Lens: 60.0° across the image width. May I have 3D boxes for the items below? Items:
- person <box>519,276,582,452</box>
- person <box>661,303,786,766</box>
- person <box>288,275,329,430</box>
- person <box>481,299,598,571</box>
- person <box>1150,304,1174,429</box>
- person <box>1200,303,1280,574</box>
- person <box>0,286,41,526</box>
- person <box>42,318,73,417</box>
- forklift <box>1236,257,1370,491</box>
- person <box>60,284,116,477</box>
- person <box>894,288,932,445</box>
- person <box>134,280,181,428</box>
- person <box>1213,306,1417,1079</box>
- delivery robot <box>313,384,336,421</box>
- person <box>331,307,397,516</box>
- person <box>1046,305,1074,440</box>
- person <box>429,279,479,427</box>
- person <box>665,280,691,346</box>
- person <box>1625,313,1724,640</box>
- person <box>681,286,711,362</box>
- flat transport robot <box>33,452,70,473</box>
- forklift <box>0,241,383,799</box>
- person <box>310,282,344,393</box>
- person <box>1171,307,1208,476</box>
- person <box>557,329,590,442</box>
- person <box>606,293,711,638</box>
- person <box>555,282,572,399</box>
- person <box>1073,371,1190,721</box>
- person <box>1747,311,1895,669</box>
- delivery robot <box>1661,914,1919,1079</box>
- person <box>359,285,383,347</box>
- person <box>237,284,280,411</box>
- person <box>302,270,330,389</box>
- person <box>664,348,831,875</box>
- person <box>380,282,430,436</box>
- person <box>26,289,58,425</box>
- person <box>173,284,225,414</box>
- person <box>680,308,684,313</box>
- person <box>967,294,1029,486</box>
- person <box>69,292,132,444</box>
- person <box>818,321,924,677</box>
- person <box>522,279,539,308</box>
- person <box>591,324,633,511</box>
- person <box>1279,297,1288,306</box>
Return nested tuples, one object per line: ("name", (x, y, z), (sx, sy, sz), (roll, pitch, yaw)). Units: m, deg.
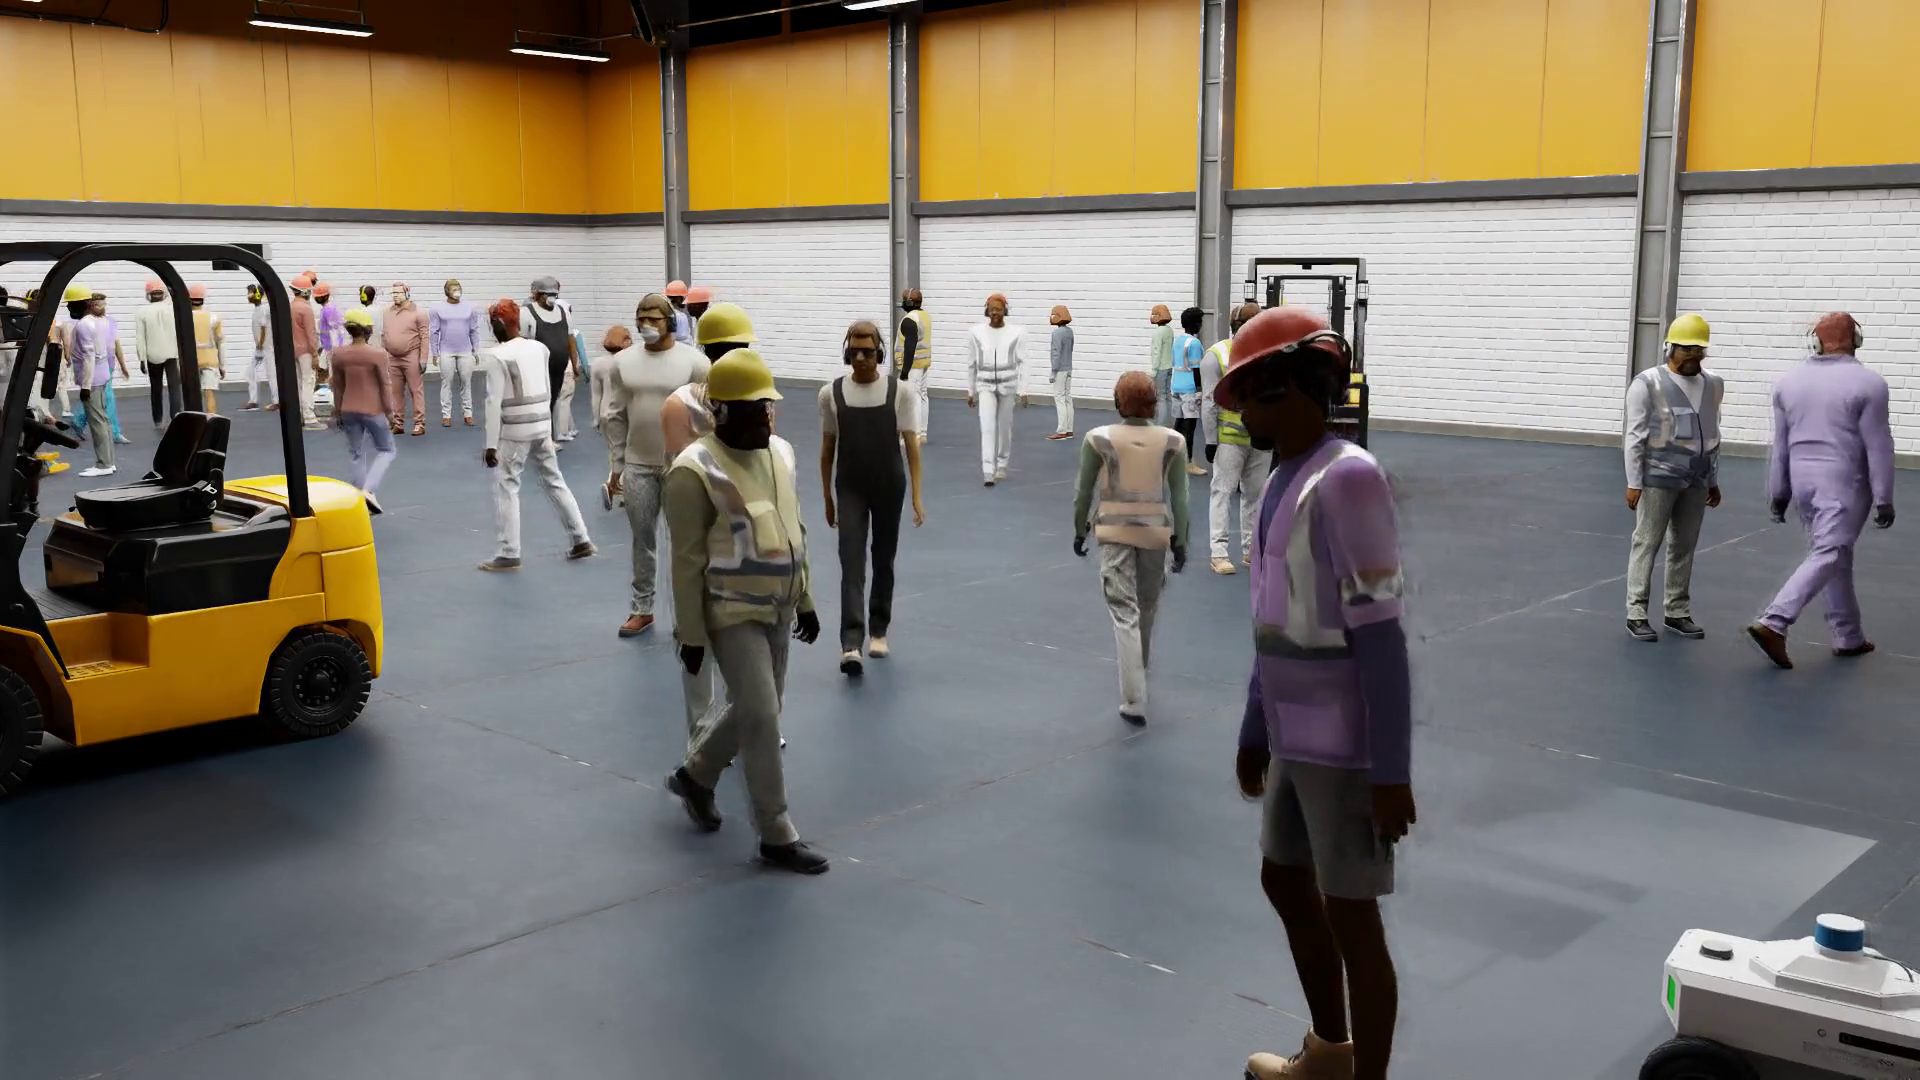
("person", (-4.613, -1.998, 18.760), (0.925, 2.000, 0.698), (8, 12, 40))
("person", (-0.981, -0.028, 7.025), (0.361, 1.930, 0.587), (7, 12, 37))
("person", (-8.448, -2.408, 21.421), (0.610, 1.993, 0.384), (8, 12, 41))
("person", (-2.950, -0.723, 11.503), (0.545, 1.865, 0.806), (5, 11, 30))
("person", (2.485, -2.084, 20.531), (0.271, 1.632, 0.503), (6, 11, 31))
("person", (1.940, -0.692, 11.365), (0.633, 1.842, 0.429), (-4, 10, -25))
("person", (-7.611, -1.068, 13.357), (0.419, 1.948, 0.782), (1, 9, 4))
("person", (-12.663, -2.514, 23.152), (0.523, 1.638, 0.310), (-3, 10, -18))
("forklift", (3.309, -1.629, 16.029), (1.214, 2.155, 2.313), (2, 9, 11))
("person", (-8.722, -1.593, 16.636), (0.386, 1.922, 0.594), (-3, 10, -16))
("person", (-0.561, -2.042, 19.637), (0.429, 1.845, 0.621), (3, 10, 18))
("person", (-10.209, -2.357, 21.326), (0.627, 1.939, 1.047), (-5, 11, -29))
("person", (0.826, 0.475, 3.801), (0.391, 1.994, 0.781), (-1, 9, -8))
("delivery robot", (-8.355, -1.809, 21.862), (0.477, 0.478, 0.707), (-2, 10, -14))
("person", (-4.953, -1.057, 13.843), (0.544, 1.754, 0.379), (2, 9, 12))
("person", (1.225, -2.034, 20.226), (0.265, 1.632, 0.508), (5, 10, 27))
("person", (-6.647, -2.460, 21.905), (0.636, 1.939, 0.364), (-4, 10, -25))
("person", (-3.225, -1.991, 19.037), (0.358, 1.938, 0.542), (-8, 12, -41))
("person", (3.999, -0.348, 9.291), (0.600, 1.827, 0.404), (-2, 10, -14))
("person", (-2.755, -1.739, 17.652), (0.978, 1.884, 0.557), (-3, 10, -16))
("flat transport robot", (-9.477, -0.708, 16.262), (0.652, 0.197, 1.431), (1, 9, 7))
("forklift", (-3.706, -0.171, 7.093), (1.214, 2.155, 2.313), (9, 13, 43))
("person", (-9.401, -2.887, 24.761), (0.997, 1.870, 0.585), (-2, 9, -9))
("person", (2.301, -1.494, 16.735), (0.319, 1.693, 0.532), (-3, 10, -17))
("person", (-4.759, -2.009, 20.153), (0.571, 1.592, 0.793), (3, 10, 16))
("person", (-1.684, -0.415, 9.368), (0.635, 1.938, 0.353), (2, 9, 10))
("person", (-6.508, -3.192, 26.580), (0.619, 1.885, 0.489), (-1, 9, -5))
("person", (0.799, 0.004, 7.854), (0.517, 1.590, 0.855), (-2, 9, -10))
("person", (4.528, -0.271, 8.745), (0.931, 1.864, 0.661), (-3, 10, -20))
("delivery robot", (2.044, 1.121, 3.894), (0.707, 0.478, 0.477), (6, 11, 34))
("person", (-8.222, -2.642, 23.307), (0.425, 1.854, 0.520), (3, 10, 17))
("person", (-10.224, -2.768, 24.077), (0.735, 1.841, 0.566), (-7, 12, -37))
("person", (-11.070, -3.578, 28.440), (0.378, 2.045, 0.605), (5, 11, 30))
("person", (-0.778, 0.226, 5.849), (0.798, 1.809, 0.604), (5, 11, 29))
("person", (-6.927, -2.250, 20.712), (0.639, 1.911, 0.406), (2, 10, 13))
("person", (-12.427, -2.448, 22.226), (0.916, 1.825, 0.523), (3, 10, 16))
("person", (-9.156, -2.128, 20.056), (0.557, 1.893, 1.017), (-5, 10, -27))
("person", (-3.927, -2.534, 23.064), (0.848, 1.711, 0.487), (-6, 11, -32))
("person", (0.367, -1.452, 16.063), (0.598, 1.832, 0.979), (1, 9, 4))
("person", (-10.287, -2.040, 19.752), (0.889, 1.805, 0.576), (2, 10, 13))
("person", (-0.459, -0.217, 8.573), (0.543, 1.793, 0.945), (0, 9, -3))
("person", (-6.778, -3.258, 26.934), (0.656, 1.888, 0.965), (0, 9, -2))
("person", (-2.920, -1.027, 14.143), (0.501, 1.609, 0.666), (3, 10, 16))
("person", (3.457, -1.765, 18.177), (0.310, 1.768, 0.533), (7, 12, 36))
